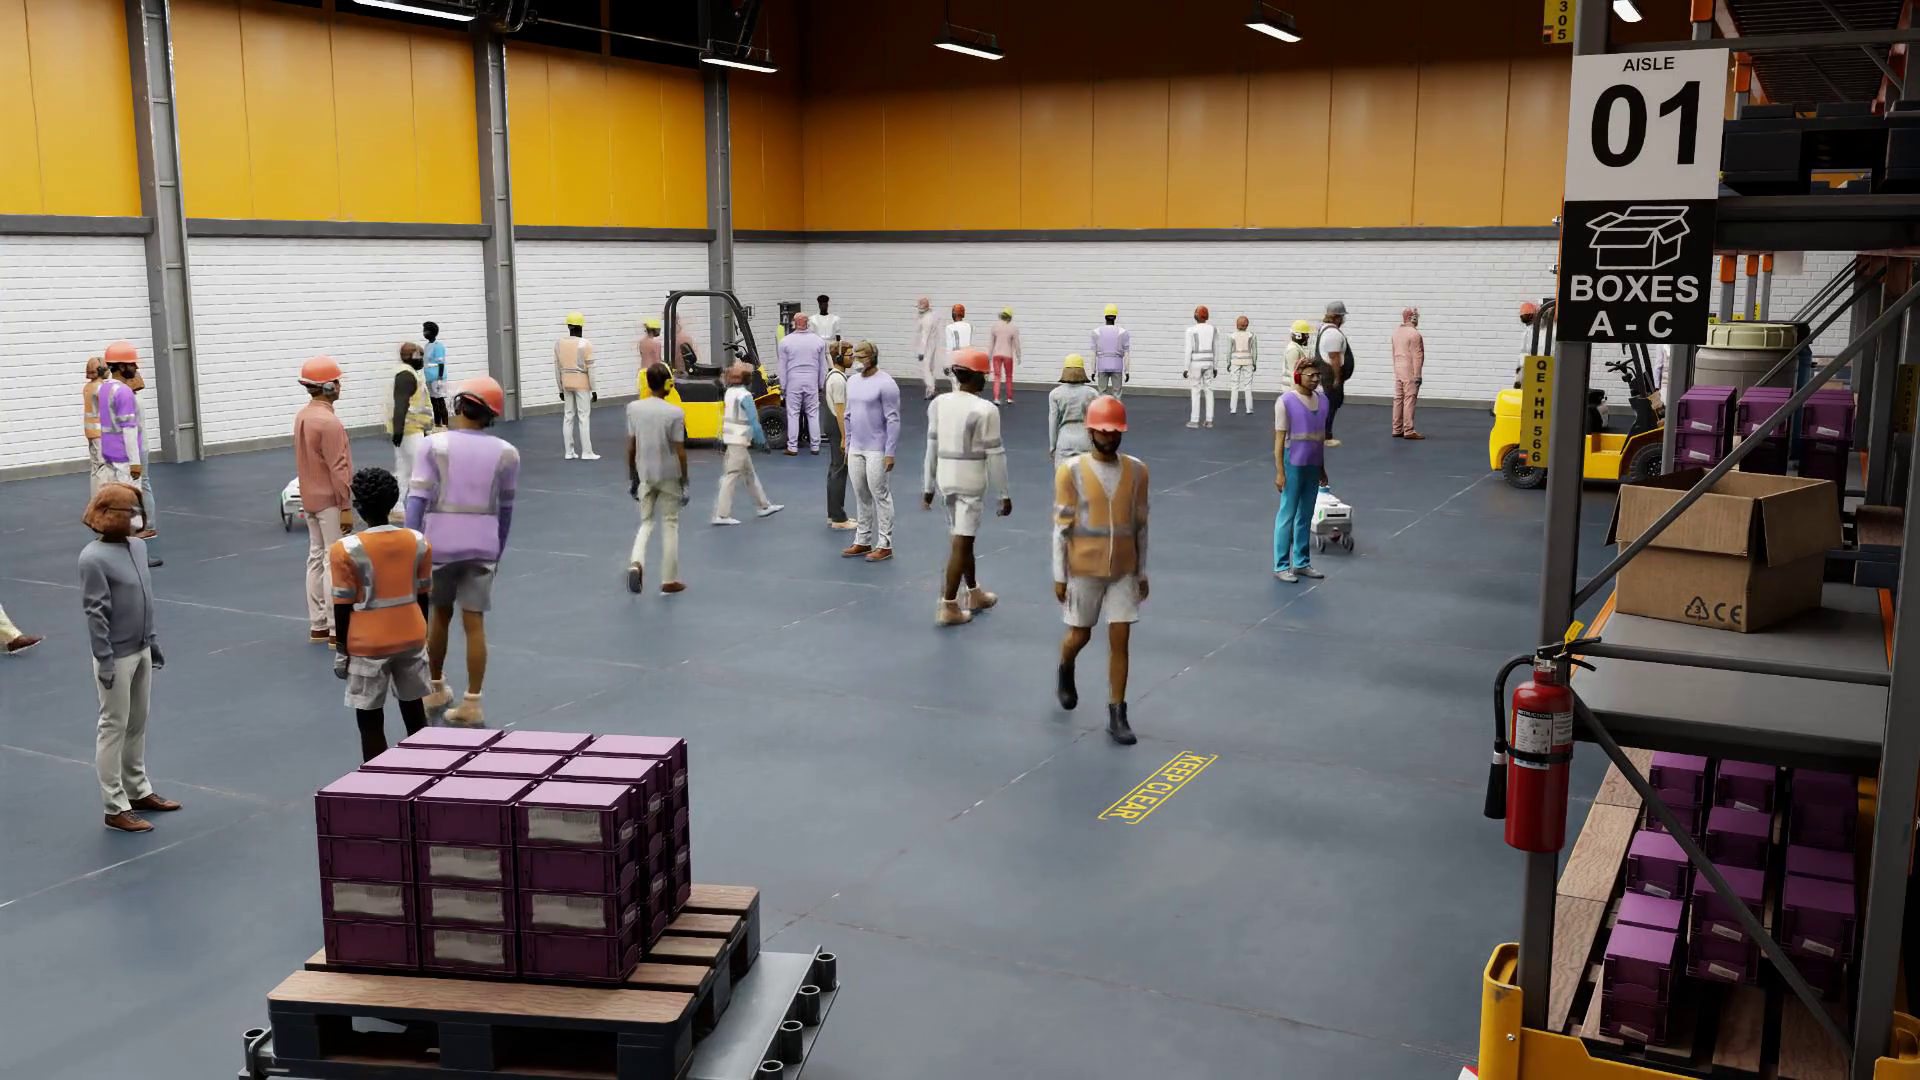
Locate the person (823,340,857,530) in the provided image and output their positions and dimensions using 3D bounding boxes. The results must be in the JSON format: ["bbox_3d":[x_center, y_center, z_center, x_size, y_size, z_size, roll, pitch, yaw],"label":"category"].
[{"bbox_3d":[-1.156,-1.018,16.188,0.334,1.845,0.513,-2,10,-12],"label":"person"}]

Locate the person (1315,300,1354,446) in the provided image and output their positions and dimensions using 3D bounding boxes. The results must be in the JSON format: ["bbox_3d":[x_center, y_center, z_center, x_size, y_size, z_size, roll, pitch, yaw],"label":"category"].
[{"bbox_3d":[5.221,-2.323,23.177,0.542,2.000,0.695,-1,10,-3],"label":"person"}]

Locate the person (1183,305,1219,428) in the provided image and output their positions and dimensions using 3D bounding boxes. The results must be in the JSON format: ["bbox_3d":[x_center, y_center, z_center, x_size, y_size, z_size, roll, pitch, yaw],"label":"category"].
[{"bbox_3d":[3.714,-2.665,25.611,0.584,1.882,0.337,-4,10,-20],"label":"person"}]

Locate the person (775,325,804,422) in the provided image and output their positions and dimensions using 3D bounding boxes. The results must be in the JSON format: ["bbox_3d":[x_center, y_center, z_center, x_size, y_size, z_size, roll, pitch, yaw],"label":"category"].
[{"bbox_3d":[-2.661,-2.788,26.453,0.429,1.840,0.632,-8,13,-40],"label":"person"}]

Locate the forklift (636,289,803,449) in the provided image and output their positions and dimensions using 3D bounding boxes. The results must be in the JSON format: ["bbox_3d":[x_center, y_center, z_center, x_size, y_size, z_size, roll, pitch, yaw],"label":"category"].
[{"bbox_3d":[-3.358,-2.392,23.136,2.313,2.155,1.214,-1,10,-5],"label":"forklift"}]

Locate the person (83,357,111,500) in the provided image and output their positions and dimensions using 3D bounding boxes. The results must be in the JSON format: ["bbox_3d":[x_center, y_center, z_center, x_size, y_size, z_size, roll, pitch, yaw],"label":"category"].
[{"bbox_3d":[-8.741,-1.040,16.940,0.521,1.633,0.312,10,14,44],"label":"person"}]

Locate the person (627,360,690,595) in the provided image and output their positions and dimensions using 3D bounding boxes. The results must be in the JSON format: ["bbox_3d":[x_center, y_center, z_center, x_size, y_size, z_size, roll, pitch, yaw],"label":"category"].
[{"bbox_3d":[-2.364,-0.464,12.942,0.547,1.855,0.584,3,10,15],"label":"person"}]

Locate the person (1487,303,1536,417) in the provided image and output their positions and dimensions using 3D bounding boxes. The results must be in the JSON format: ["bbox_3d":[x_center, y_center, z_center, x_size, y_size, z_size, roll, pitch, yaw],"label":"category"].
[{"bbox_3d":[8.919,-2.803,26.378,0.996,1.886,0.570,2,10,12],"label":"person"}]

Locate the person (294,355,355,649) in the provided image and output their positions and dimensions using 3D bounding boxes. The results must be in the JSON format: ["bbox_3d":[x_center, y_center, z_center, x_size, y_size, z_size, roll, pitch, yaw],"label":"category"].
[{"bbox_3d":[-4.301,-0.256,11.339,0.373,1.997,0.619,-9,13,-43],"label":"person"}]

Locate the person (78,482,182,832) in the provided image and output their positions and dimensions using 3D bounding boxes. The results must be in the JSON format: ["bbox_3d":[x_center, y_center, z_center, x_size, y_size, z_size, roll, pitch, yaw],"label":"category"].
[{"bbox_3d":[-3.909,0.536,7.803,0.287,1.634,0.497,0,10,0],"label":"person"}]

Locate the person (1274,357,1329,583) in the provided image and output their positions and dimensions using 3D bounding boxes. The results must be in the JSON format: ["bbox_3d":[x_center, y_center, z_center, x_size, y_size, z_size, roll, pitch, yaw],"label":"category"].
[{"bbox_3d":[2.789,-0.582,13.666,0.570,1.843,0.372,-7,12,-37],"label":"person"}]

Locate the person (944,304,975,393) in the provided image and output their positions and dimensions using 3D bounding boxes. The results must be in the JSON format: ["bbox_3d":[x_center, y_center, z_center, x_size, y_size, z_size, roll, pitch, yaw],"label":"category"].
[{"bbox_3d":[-0.012,-2.777,26.268,0.574,1.882,0.358,-9,13,-41],"label":"person"}]

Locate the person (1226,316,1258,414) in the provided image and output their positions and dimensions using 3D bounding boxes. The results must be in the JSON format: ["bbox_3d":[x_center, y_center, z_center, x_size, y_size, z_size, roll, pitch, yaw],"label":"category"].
[{"bbox_3d":[4.706,-2.917,27.774,0.512,1.642,0.311,2,10,11],"label":"person"}]

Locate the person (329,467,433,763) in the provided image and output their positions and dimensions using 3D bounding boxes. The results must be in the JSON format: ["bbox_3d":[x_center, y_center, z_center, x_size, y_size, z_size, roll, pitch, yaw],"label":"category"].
[{"bbox_3d":[-2.719,0.497,7.872,0.321,1.689,0.530,7,12,35],"label":"person"}]

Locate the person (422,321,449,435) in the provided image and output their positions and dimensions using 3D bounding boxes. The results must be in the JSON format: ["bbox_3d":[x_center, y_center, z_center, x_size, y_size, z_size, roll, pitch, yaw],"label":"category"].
[{"bbox_3d":[-7.694,-2.354,24.349,0.317,1.696,0.540,-8,12,-38],"label":"person"}]

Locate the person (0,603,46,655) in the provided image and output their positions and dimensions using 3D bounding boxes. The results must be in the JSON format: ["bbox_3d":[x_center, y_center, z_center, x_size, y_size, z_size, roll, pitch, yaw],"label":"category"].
[{"bbox_3d":[-6.574,0.018,10.943,0.828,1.587,0.513,1,10,3],"label":"person"}]

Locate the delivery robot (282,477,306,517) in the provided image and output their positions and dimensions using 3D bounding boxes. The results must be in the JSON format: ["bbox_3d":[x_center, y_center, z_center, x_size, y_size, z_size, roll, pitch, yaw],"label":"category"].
[{"bbox_3d":[-6.444,-0.449,16.353,0.477,0.478,0.707,-3,10,-15],"label":"delivery robot"}]

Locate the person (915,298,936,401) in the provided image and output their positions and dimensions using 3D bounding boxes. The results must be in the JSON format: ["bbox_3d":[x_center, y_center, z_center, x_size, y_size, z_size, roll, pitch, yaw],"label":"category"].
[{"bbox_3d":[-0.634,-3.505,30.544,0.396,1.872,0.739,1,10,6],"label":"person"}]

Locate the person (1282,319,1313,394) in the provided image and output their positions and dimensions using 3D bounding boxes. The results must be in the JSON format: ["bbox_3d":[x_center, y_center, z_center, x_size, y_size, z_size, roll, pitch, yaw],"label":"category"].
[{"bbox_3d":[4.366,-1.931,21.516,0.403,1.832,0.588,2,10,11],"label":"person"}]

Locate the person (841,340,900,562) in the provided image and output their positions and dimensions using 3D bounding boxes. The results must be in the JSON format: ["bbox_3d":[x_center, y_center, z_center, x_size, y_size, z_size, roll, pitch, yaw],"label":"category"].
[{"bbox_3d":[-0.791,-0.781,14.551,0.355,1.936,0.637,-10,14,-44],"label":"person"}]

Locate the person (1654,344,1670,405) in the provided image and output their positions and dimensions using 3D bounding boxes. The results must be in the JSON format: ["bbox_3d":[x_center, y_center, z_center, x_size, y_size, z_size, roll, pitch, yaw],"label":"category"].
[{"bbox_3d":[9.579,-2.049,22.169,0.633,1.841,0.429,3,10,14],"label":"person"}]

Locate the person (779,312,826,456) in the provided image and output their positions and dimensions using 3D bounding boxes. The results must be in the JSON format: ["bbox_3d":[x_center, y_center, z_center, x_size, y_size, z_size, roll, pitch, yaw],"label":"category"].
[{"bbox_3d":[-2.099,-2.073,22.147,0.639,1.900,0.401,-3,10,-18],"label":"person"}]

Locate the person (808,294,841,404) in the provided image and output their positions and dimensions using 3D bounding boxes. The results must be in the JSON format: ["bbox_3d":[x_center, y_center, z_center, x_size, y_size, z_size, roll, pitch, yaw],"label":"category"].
[{"bbox_3d":[-2.408,-3.385,29.578,0.605,1.953,0.370,-2,10,-9],"label":"person"}]

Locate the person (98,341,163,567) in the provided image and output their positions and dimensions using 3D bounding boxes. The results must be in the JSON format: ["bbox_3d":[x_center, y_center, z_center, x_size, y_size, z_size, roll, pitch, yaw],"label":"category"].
[{"bbox_3d":[-7.129,-0.726,14.230,0.547,1.938,0.379,10,14,44],"label":"person"}]

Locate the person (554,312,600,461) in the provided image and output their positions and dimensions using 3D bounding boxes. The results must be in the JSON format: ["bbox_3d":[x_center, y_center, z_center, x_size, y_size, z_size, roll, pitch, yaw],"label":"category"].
[{"bbox_3d":[-4.970,-1.990,21.580,0.587,1.927,0.367,3,10,19],"label":"person"}]

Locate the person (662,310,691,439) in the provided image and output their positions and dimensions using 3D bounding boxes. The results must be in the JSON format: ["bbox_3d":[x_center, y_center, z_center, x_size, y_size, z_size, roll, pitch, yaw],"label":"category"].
[{"bbox_3d":[-3.996,-2.396,24.096,0.627,1.880,0.658,-5,11,-29],"label":"person"}]

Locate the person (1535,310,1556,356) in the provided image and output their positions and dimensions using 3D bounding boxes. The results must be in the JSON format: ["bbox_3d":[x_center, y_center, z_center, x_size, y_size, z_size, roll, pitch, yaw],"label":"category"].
[{"bbox_3d":[8.659,-2.494,24.650,1.081,1.883,0.644,-1,10,-5],"label":"person"}]

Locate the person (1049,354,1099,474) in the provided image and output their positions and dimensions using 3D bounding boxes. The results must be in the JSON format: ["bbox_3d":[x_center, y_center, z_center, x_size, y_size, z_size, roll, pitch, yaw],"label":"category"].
[{"bbox_3d":[1.085,-0.899,15.819,0.484,1.736,0.305,0,10,3],"label":"person"}]

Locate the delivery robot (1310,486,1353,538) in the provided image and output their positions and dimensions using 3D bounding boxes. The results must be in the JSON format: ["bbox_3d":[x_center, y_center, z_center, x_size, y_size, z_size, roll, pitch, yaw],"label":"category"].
[{"bbox_3d":[3.316,-0.250,15.205,0.477,0.478,0.707,-1,10,-8],"label":"delivery robot"}]

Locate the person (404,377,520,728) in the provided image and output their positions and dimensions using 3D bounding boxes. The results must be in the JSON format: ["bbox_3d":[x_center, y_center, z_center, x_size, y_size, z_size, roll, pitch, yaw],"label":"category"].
[{"bbox_3d":[-2.872,0.058,9.585,0.706,1.976,0.742,-5,11,-25],"label":"person"}]

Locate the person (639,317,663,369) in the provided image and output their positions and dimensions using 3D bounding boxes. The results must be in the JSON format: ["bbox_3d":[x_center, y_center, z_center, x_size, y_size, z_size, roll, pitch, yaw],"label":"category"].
[{"bbox_3d":[-4.522,-2.395,24.463,0.521,1.743,0.469,8,13,38],"label":"person"}]

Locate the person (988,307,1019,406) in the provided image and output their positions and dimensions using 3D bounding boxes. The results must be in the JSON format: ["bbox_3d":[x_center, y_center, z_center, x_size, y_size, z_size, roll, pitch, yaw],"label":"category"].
[{"bbox_3d":[0.770,-3.240,29.421,0.550,1.751,0.623,3,10,16],"label":"person"}]

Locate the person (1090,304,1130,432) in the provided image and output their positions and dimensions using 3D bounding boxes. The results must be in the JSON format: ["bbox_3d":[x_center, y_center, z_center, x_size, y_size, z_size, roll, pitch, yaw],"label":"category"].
[{"bbox_3d":[2.251,-2.565,24.907,0.594,1.925,0.370,2,10,11],"label":"person"}]

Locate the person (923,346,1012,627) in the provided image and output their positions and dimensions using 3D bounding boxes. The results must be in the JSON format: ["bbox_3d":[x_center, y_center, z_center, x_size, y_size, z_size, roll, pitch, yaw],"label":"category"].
[{"bbox_3d":[0.123,-0.400,12.121,0.652,2.010,0.886,9,13,42],"label":"person"}]

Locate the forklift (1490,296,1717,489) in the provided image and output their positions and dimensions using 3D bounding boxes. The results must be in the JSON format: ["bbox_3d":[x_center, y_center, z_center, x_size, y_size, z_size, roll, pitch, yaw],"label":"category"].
[{"bbox_3d":[7.296,-1.677,18.993,2.313,2.155,1.214,5,11,27],"label":"forklift"}]

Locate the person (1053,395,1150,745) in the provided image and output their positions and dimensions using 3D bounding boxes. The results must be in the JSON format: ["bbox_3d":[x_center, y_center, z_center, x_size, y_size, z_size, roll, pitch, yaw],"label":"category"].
[{"bbox_3d":[0.784,0.132,9.339,0.560,1.915,0.809,-2,10,-12],"label":"person"}]

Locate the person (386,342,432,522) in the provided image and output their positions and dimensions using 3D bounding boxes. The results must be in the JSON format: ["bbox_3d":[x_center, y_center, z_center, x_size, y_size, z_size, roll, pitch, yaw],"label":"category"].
[{"bbox_3d":[-5.477,-1.079,16.702,0.675,1.792,0.700,-4,11,-22],"label":"person"}]

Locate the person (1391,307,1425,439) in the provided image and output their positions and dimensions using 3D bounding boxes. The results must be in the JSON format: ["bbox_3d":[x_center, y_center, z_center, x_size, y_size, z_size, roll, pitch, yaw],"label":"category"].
[{"bbox_3d":[6.507,-2.414,24.081,0.411,1.913,0.643,-3,10,-17],"label":"person"}]

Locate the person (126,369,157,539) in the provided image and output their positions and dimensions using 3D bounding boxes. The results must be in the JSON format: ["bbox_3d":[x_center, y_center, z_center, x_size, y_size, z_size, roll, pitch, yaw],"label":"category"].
[{"bbox_3d":[-7.783,-0.822,15.658,0.285,1.636,0.497,-7,12,-37],"label":"person"}]

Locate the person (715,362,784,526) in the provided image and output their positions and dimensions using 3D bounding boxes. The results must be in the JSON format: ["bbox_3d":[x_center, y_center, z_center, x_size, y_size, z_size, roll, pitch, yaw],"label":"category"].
[{"bbox_3d":[-2.086,-0.956,16.509,0.840,1.599,0.540,-5,11,-27],"label":"person"}]
